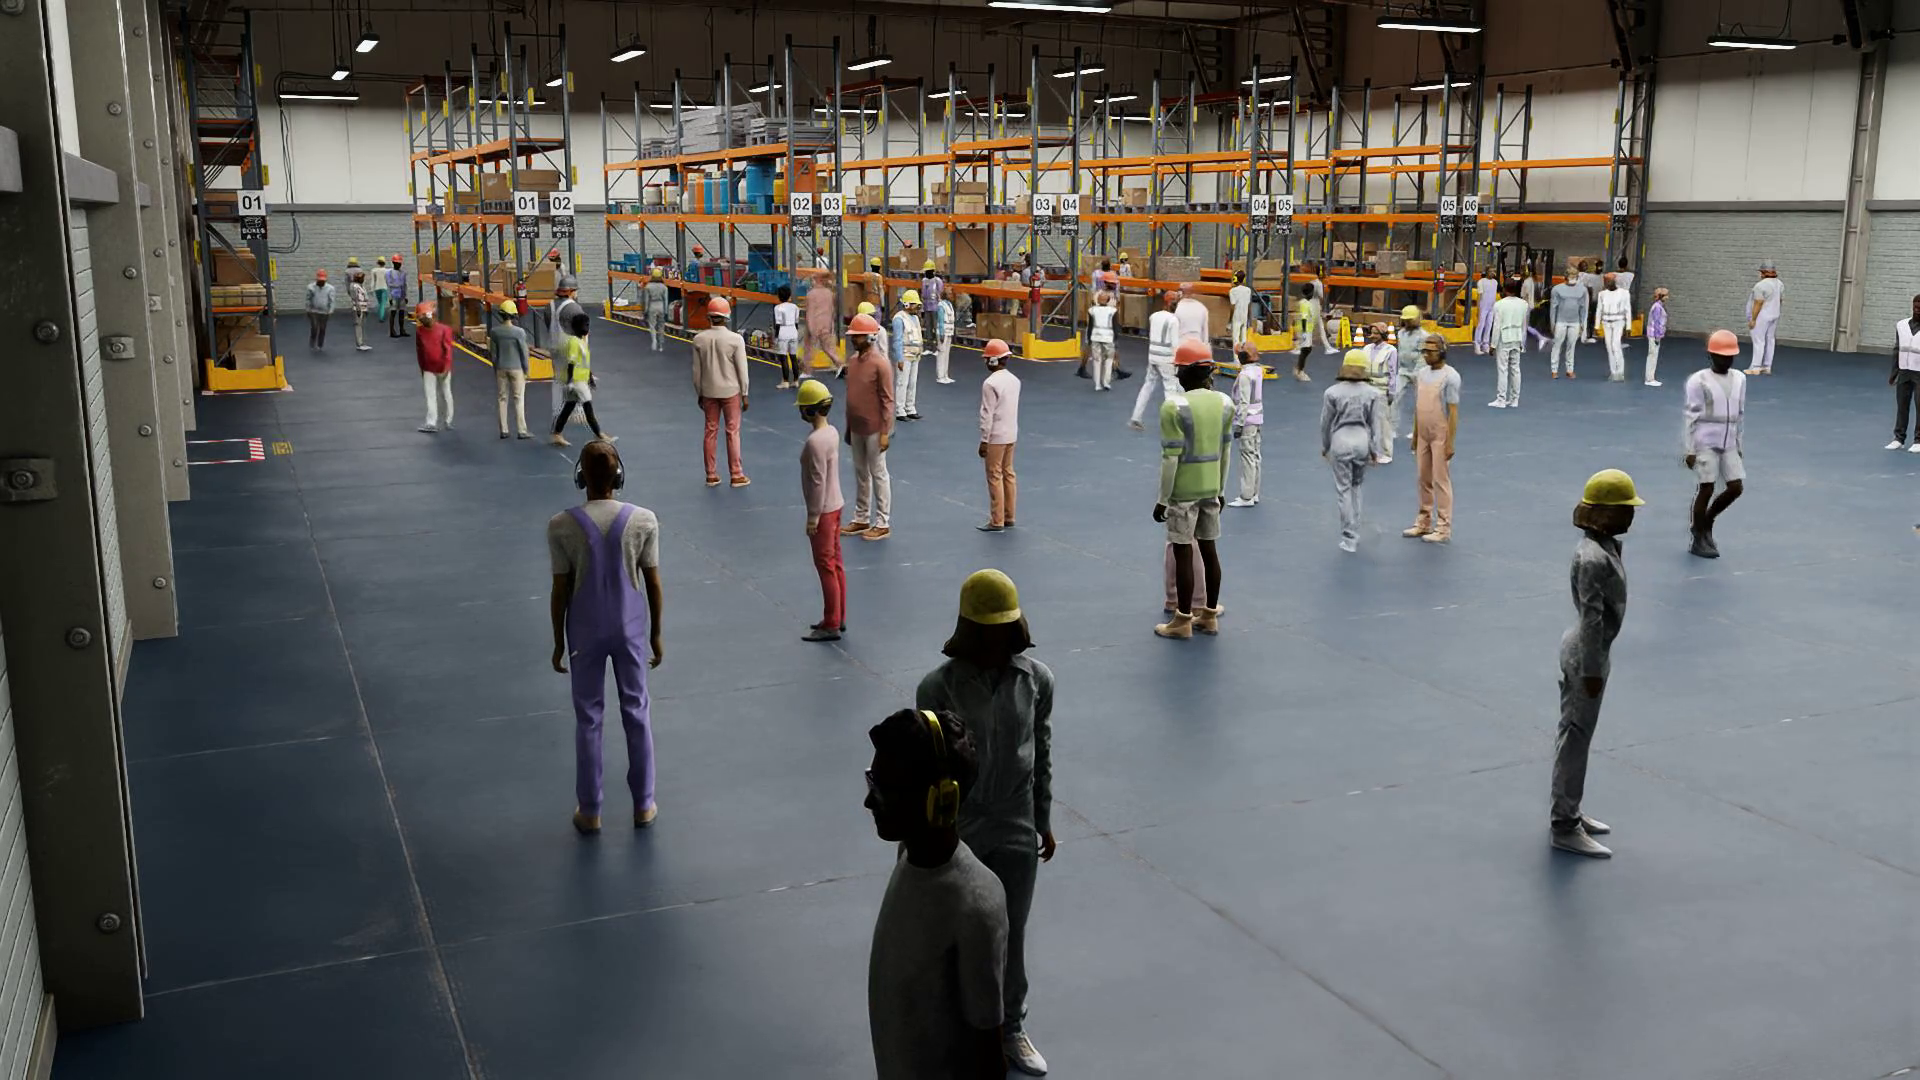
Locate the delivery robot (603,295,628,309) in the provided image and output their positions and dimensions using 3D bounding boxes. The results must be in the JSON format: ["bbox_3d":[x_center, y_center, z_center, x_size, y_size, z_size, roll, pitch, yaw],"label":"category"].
[{"bbox_3d":[-9.761,-6.702,47.140,0.477,0.478,0.707,9,14,38],"label":"delivery robot"}]

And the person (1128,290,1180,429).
[{"bbox_3d":[2.637,-2.337,21.873,0.473,1.874,0.690,-7,13,-31],"label":"person"}]

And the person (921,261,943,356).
[{"bbox_3d":[-0.587,-4.688,33.684,0.410,1.918,0.585,-11,15,-43],"label":"person"}]

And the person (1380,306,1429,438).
[{"bbox_3d":[5.687,-2.114,21.109,0.781,1.698,0.491,-11,15,-44],"label":"person"}]

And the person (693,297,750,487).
[{"bbox_3d":[-2.507,-1.551,17.523,0.611,1.997,0.375,3,12,15],"label":"person"}]

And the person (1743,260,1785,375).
[{"bbox_3d":[14.359,-3.988,29.797,0.683,2.000,0.537,-6,13,-29],"label":"person"}]

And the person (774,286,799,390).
[{"bbox_3d":[-2.846,-3.313,27.244,0.317,1.696,0.540,9,14,37],"label":"person"}]

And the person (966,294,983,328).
[{"bbox_3d":[0.398,-6.292,41.945,0.328,1.872,0.514,-9,14,-39],"label":"person"}]

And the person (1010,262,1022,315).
[{"bbox_3d":[1.441,-6.254,42.383,0.287,1.626,0.497,-2,11,-11],"label":"person"}]

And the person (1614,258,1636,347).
[{"bbox_3d":[14.219,-5.111,35.820,0.589,1.920,0.392,7,13,31],"label":"person"}]

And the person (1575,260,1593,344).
[{"bbox_3d":[13.699,-5.249,36.706,0.505,1.846,0.346,9,14,37],"label":"person"}]

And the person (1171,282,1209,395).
[{"bbox_3d":[3.186,-2.713,23.700,0.644,1.890,0.510,-6,12,-27],"label":"person"}]

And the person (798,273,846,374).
[{"bbox_3d":[-2.483,-3.877,29.791,0.800,1.819,0.578,4,12,18],"label":"person"}]

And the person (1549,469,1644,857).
[{"bbox_3d":[2.878,0.541,7.538,0.306,1.745,0.483,5,12,23],"label":"person"}]

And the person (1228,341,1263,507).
[{"bbox_3d":[2.823,-1.139,16.343,0.310,1.639,0.514,5,12,25],"label":"person"}]

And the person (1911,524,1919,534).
[{"bbox_3d":[8.824,-0.945,14.646,0.821,1.914,0.690,-2,11,-9],"label":"person"}]

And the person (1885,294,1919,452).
[{"bbox_3d":[11.583,-2.022,20.148,0.397,1.911,0.588,-6,13,-30],"label":"person"}]

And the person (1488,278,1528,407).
[{"bbox_3d":[8.145,-2.926,24.712,0.587,1.920,0.393,-4,12,-21],"label":"person"}]

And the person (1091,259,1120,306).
[{"bbox_3d":[3.346,-5.504,38.048,0.663,1.820,0.548,-3,11,-14],"label":"person"}]

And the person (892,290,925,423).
[{"bbox_3d":[-0.707,-2.528,22.943,0.403,1.824,0.591,5,12,26],"label":"person"}]

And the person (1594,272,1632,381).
[{"bbox_3d":[11.275,-3.675,28.709,0.533,1.861,0.688,-8,14,-36],"label":"person"}]

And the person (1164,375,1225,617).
[{"bbox_3d":[1.659,-0.362,11.868,0.345,1.847,0.504,-9,14,-38],"label":"person"}]

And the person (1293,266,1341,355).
[{"bbox_3d":[7.266,-4.664,33.821,0.995,1.813,0.538,0,11,1],"label":"person"}]

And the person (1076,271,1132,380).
[{"bbox_3d":[2.483,-3.702,28.782,1.067,1.870,0.578,8,13,34],"label":"person"}]

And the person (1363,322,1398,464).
[{"bbox_3d":[4.832,-1.698,19.213,0.318,1.630,0.513,-8,13,-34],"label":"person"}]

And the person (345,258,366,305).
[{"bbox_3d":[-16.097,-6.661,44.298,0.497,1.676,0.890,-6,12,-27],"label":"person"}]

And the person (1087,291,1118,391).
[{"bbox_3d":[2.317,-3.229,27.014,0.536,1.611,0.563,3,12,15],"label":"person"}]

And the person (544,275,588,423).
[{"bbox_3d":[-5.393,-2.651,23.001,0.683,2.000,0.535,7,13,32],"label":"person"}]

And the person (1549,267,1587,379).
[{"bbox_3d":[10.577,-3.768,28.955,0.629,1.936,0.373,0,11,1],"label":"person"}]

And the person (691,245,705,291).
[{"bbox_3d":[-6.855,-6.700,43.574,0.394,2.044,0.609,-1,11,-4],"label":"person"}]

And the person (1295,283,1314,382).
[{"bbox_3d":[5.913,-3.572,28.591,0.315,1.684,0.632,4,12,18],"label":"person"}]

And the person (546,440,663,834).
[{"bbox_3d":[-1.641,0.451,7.733,0.514,1.844,0.333,-4,12,-18],"label":"person"}]

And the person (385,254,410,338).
[{"bbox_3d":[-13.039,-5.664,38.617,0.401,1.928,0.543,7,13,31],"label":"person"}]

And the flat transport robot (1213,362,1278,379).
[{"bbox_3d":[5.003,-2.992,29.249,0.652,0.197,1.431,-2,11,-12],"label":"flat transport robot"}]

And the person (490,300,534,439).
[{"bbox_3d":[-5.734,-2.167,21.246,0.525,1.769,0.308,3,11,14],"label":"person"}]
